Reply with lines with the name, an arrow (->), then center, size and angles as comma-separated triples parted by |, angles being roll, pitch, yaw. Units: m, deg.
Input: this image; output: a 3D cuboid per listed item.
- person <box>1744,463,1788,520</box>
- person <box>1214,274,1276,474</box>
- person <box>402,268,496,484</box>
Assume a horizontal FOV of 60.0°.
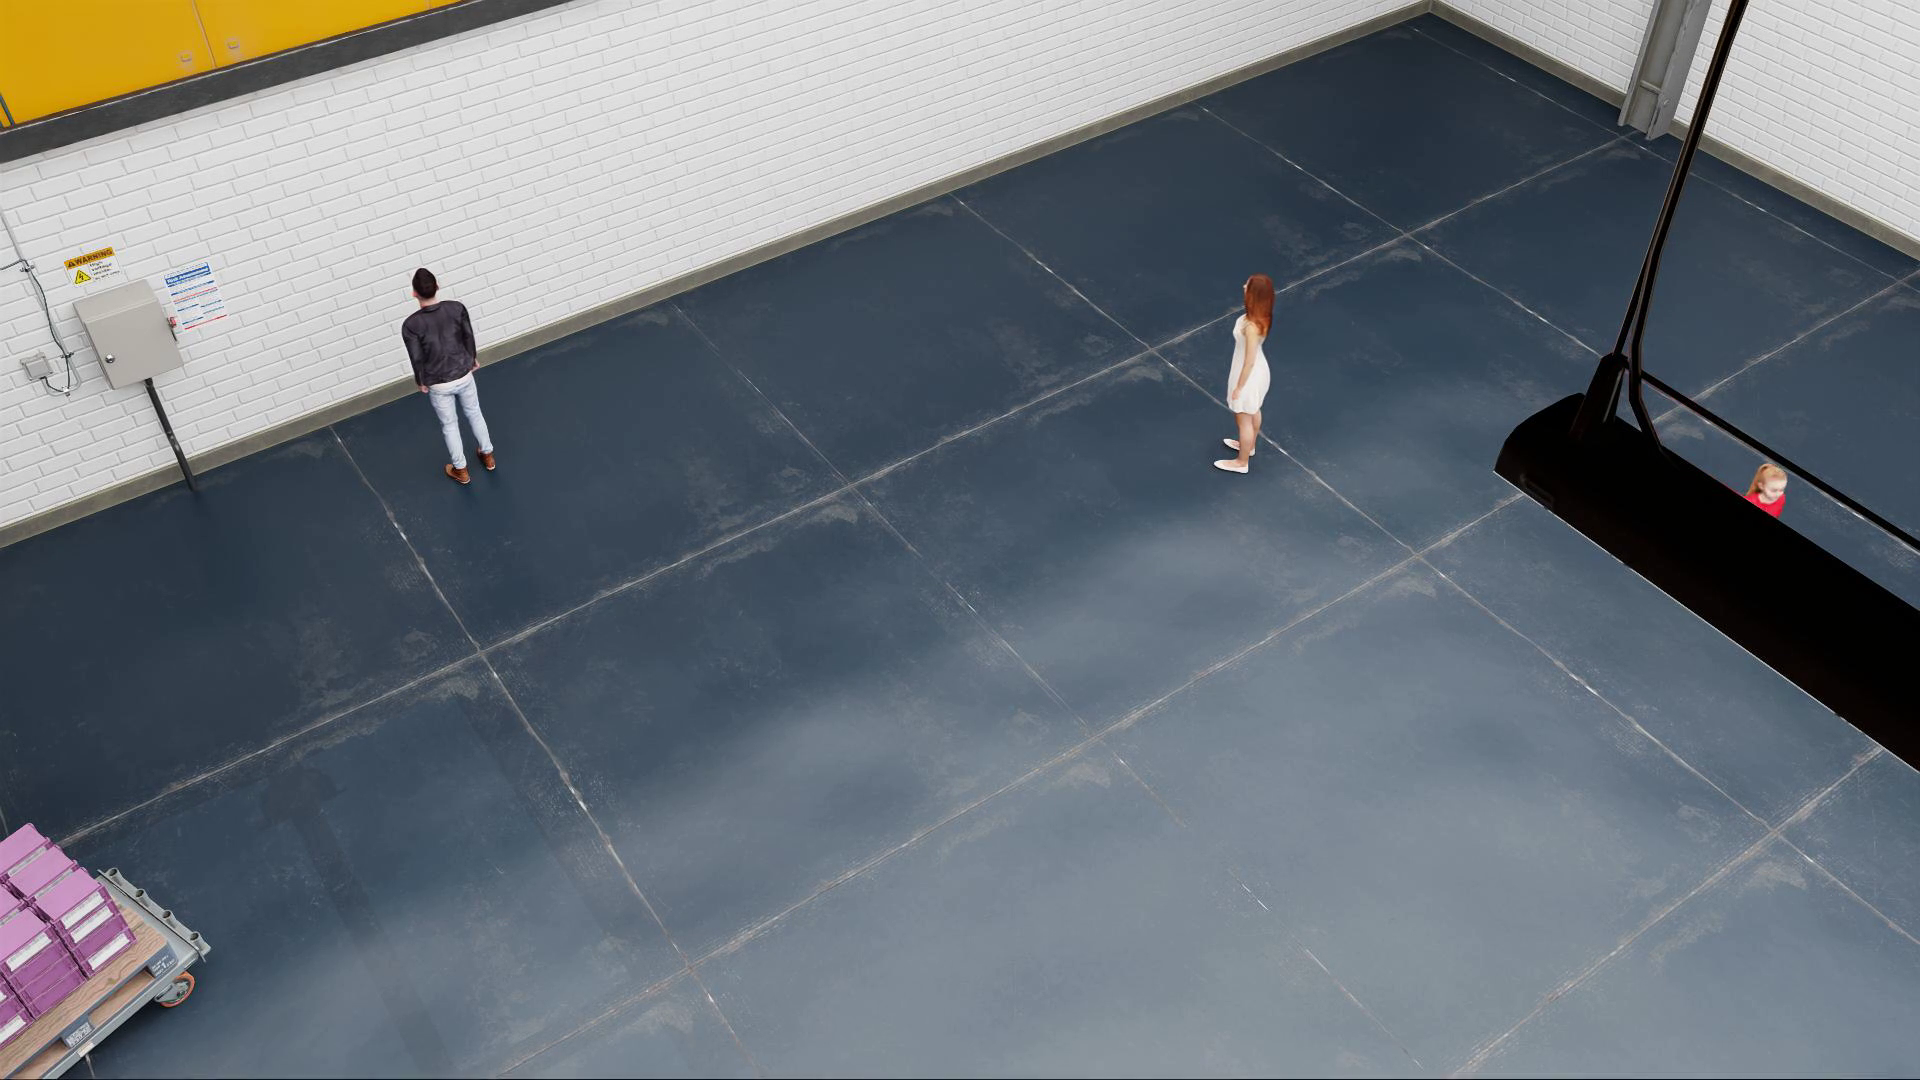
person -> 5.297, -0.030, 11.295 | 0.708, 1.261, 0.900 | -9, 44, -9
person -> 2.126, -1.228, 12.227 | 0.669, 1.711, 0.642 | 17, 46, 17
person -> -3.717, -1.195, 12.101 | 0.674, 1.837, 0.577 | -31, 52, -28
